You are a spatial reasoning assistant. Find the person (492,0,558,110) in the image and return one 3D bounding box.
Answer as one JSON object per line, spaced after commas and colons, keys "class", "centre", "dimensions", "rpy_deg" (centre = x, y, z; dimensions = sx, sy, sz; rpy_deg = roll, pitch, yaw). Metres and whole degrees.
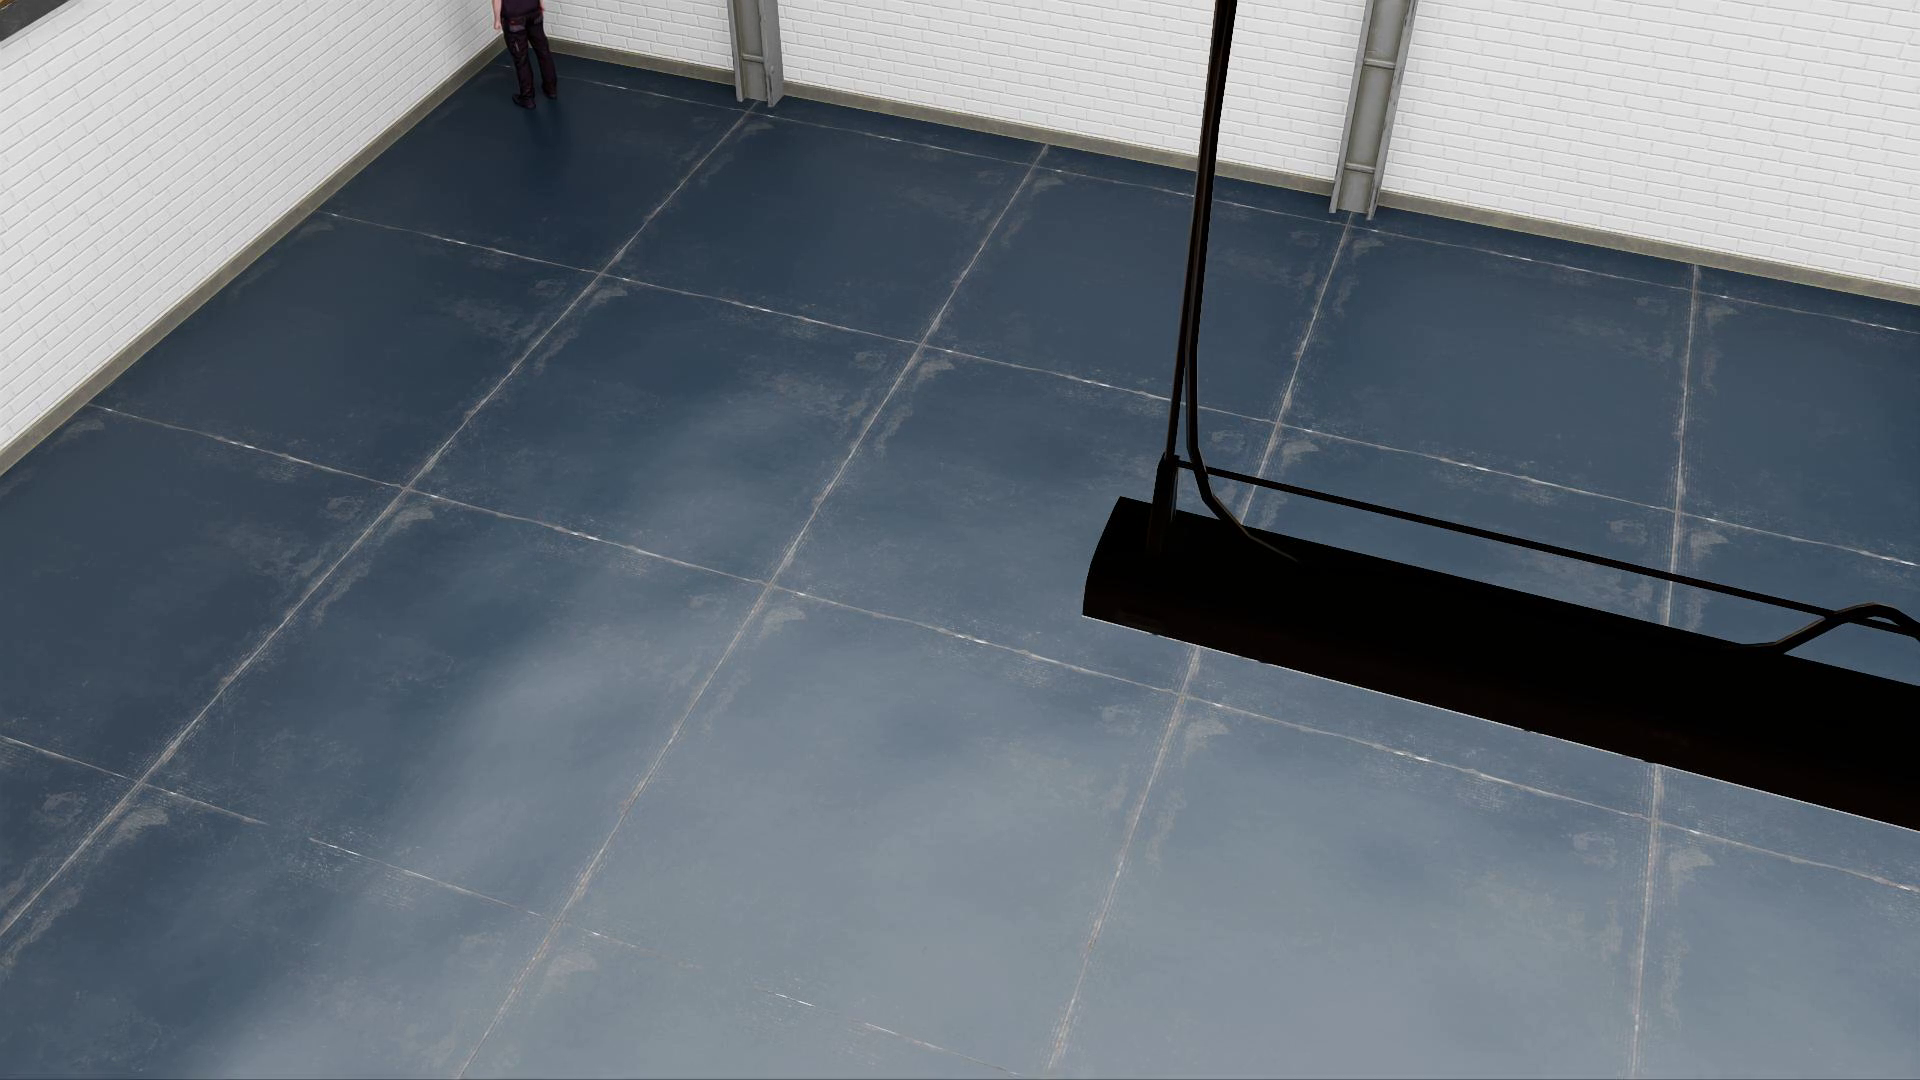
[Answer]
{"class": "person", "centre": [-4.253, -5.103, 16.121], "dimensions": [0.802, 1.845, 0.767], "rpy_deg": [-33, 53, -30]}
